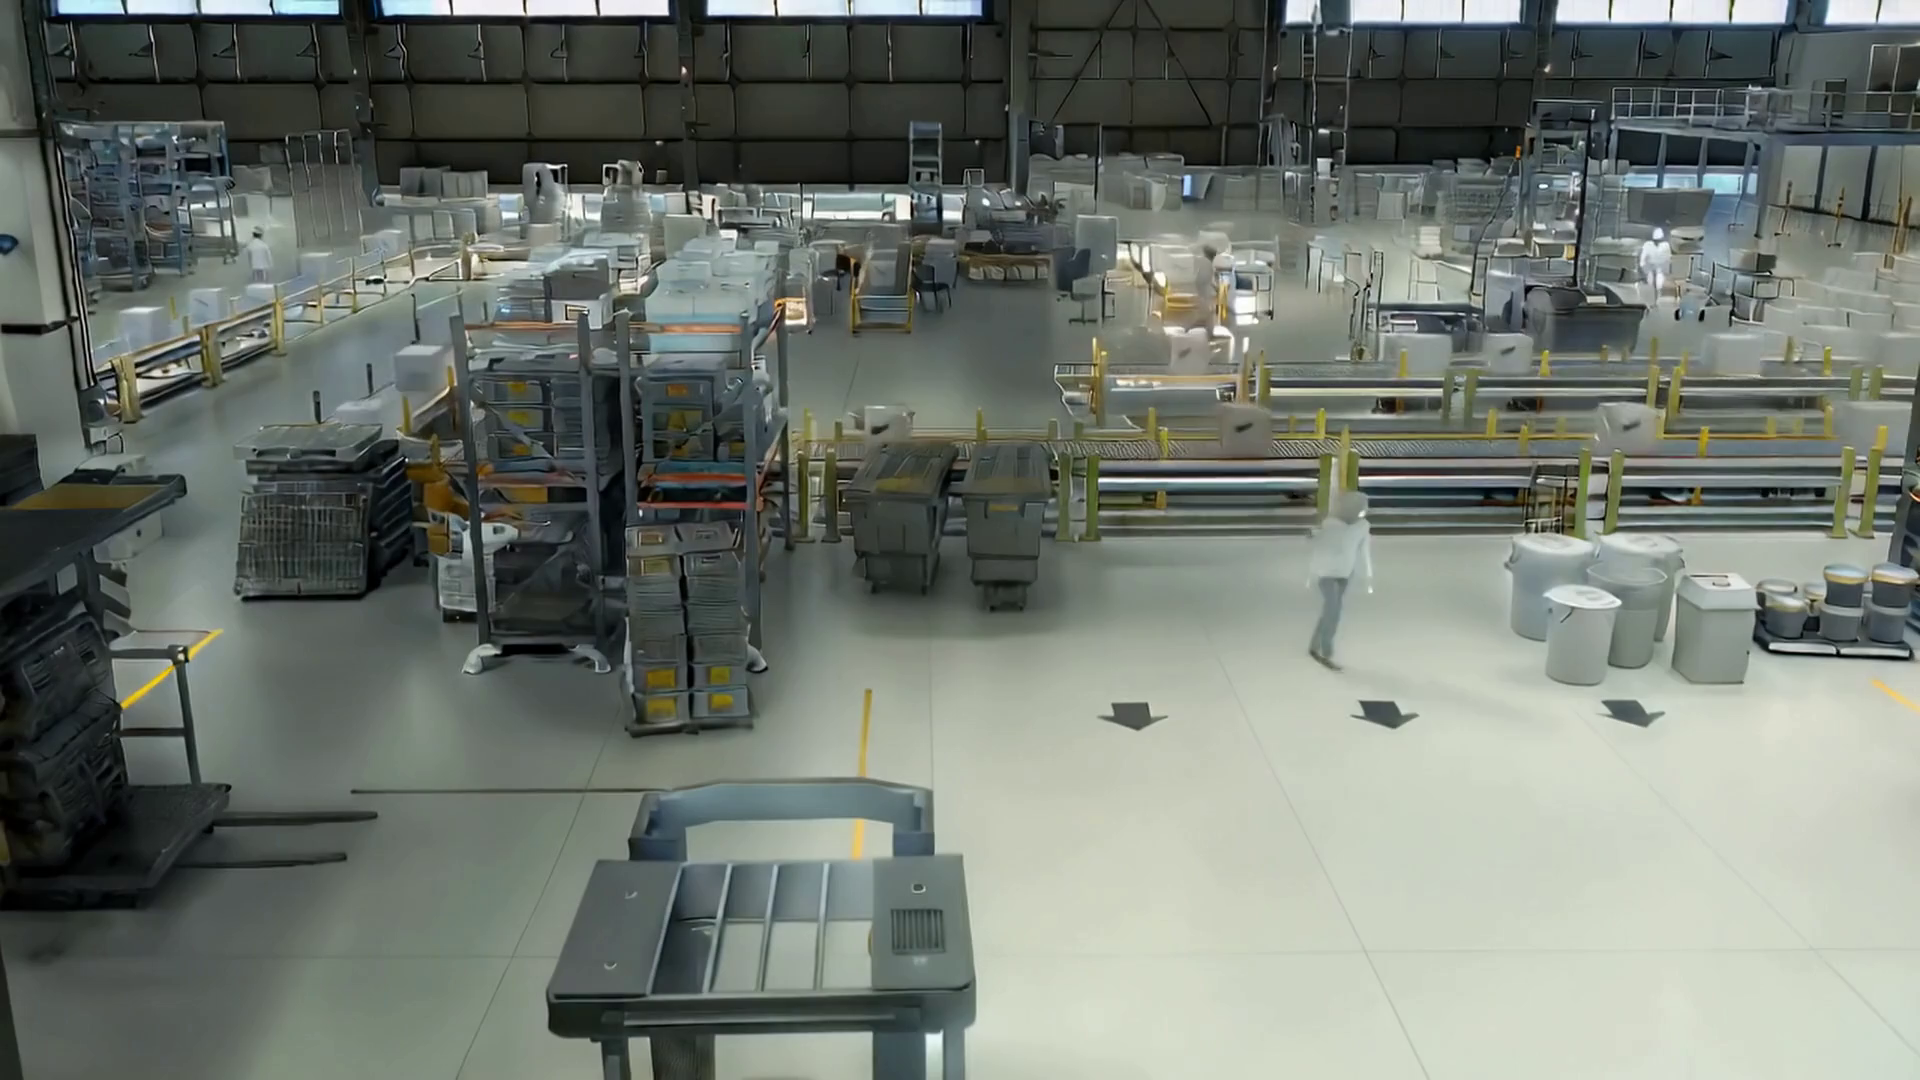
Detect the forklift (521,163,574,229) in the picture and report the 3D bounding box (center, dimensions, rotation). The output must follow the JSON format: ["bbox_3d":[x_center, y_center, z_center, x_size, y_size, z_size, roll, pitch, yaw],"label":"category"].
[{"bbox_3d":[-12.233,-10.122,49.298,1.157,1.987,2.680,0,16,-1],"label":"forklift"}]

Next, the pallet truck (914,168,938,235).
[{"bbox_3d":[-0.989,-10.316,50.507,0.823,1.965,1.885,1,16,3],"label":"pallet truck"}]

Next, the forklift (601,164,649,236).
[{"bbox_3d":[-9.948,-10.127,49.296,1.157,1.987,2.680,-1,16,-3],"label":"forklift"}]

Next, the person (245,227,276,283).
[{"bbox_3d":[-14.756,-5.735,35.086,0.537,1.725,0.920,-1,16,-3],"label":"person"}]

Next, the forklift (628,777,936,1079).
[{"bbox_3d":[-0.542,2.165,5.552,1.129,2.768,1.873,-1,16,-2],"label":"forklift"}]

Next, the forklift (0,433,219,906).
[{"bbox_3d":[-5.952,0.780,10.366,1.873,2.768,1.129,0,16,-1],"label":"forklift"}]

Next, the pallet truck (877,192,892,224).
[{"bbox_3d":[-2.277,-9.986,50.594,0.653,1.274,1.630,0,16,-1],"label":"pallet truck"}]

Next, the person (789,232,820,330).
[{"bbox_3d":[-3.035,-5.036,32.340,0.646,1.900,0.397,6,17,19],"label":"person"}]

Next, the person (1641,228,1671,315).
[{"bbox_3d":[14.310,-5.531,34.247,0.585,1.786,0.710,5,17,15],"label":"person"}]

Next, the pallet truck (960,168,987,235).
[{"bbox_3d":[0.383,-10.230,50.206,0.823,1.965,1.885,-1,16,-3],"label":"pallet truck"}]

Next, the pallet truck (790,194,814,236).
[{"bbox_3d":[-4.814,-9.883,50.259,0.704,1.261,1.522,-1,16,-3],"label":"pallet truck"}]

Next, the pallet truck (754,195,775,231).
[{"bbox_3d":[-6.051,-9.967,50.660,0.680,1.201,1.601,0,16,-1],"label":"pallet truck"}]

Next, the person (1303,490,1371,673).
[{"bbox_3d":[3.222,0.328,14.206,0.520,1.587,0.601,-7,18,-24],"label":"person"}]

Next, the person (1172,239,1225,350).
[{"bbox_3d":[4.333,-4.422,30.016,0.866,2.006,0.615,-1,16,-3],"label":"person"}]
